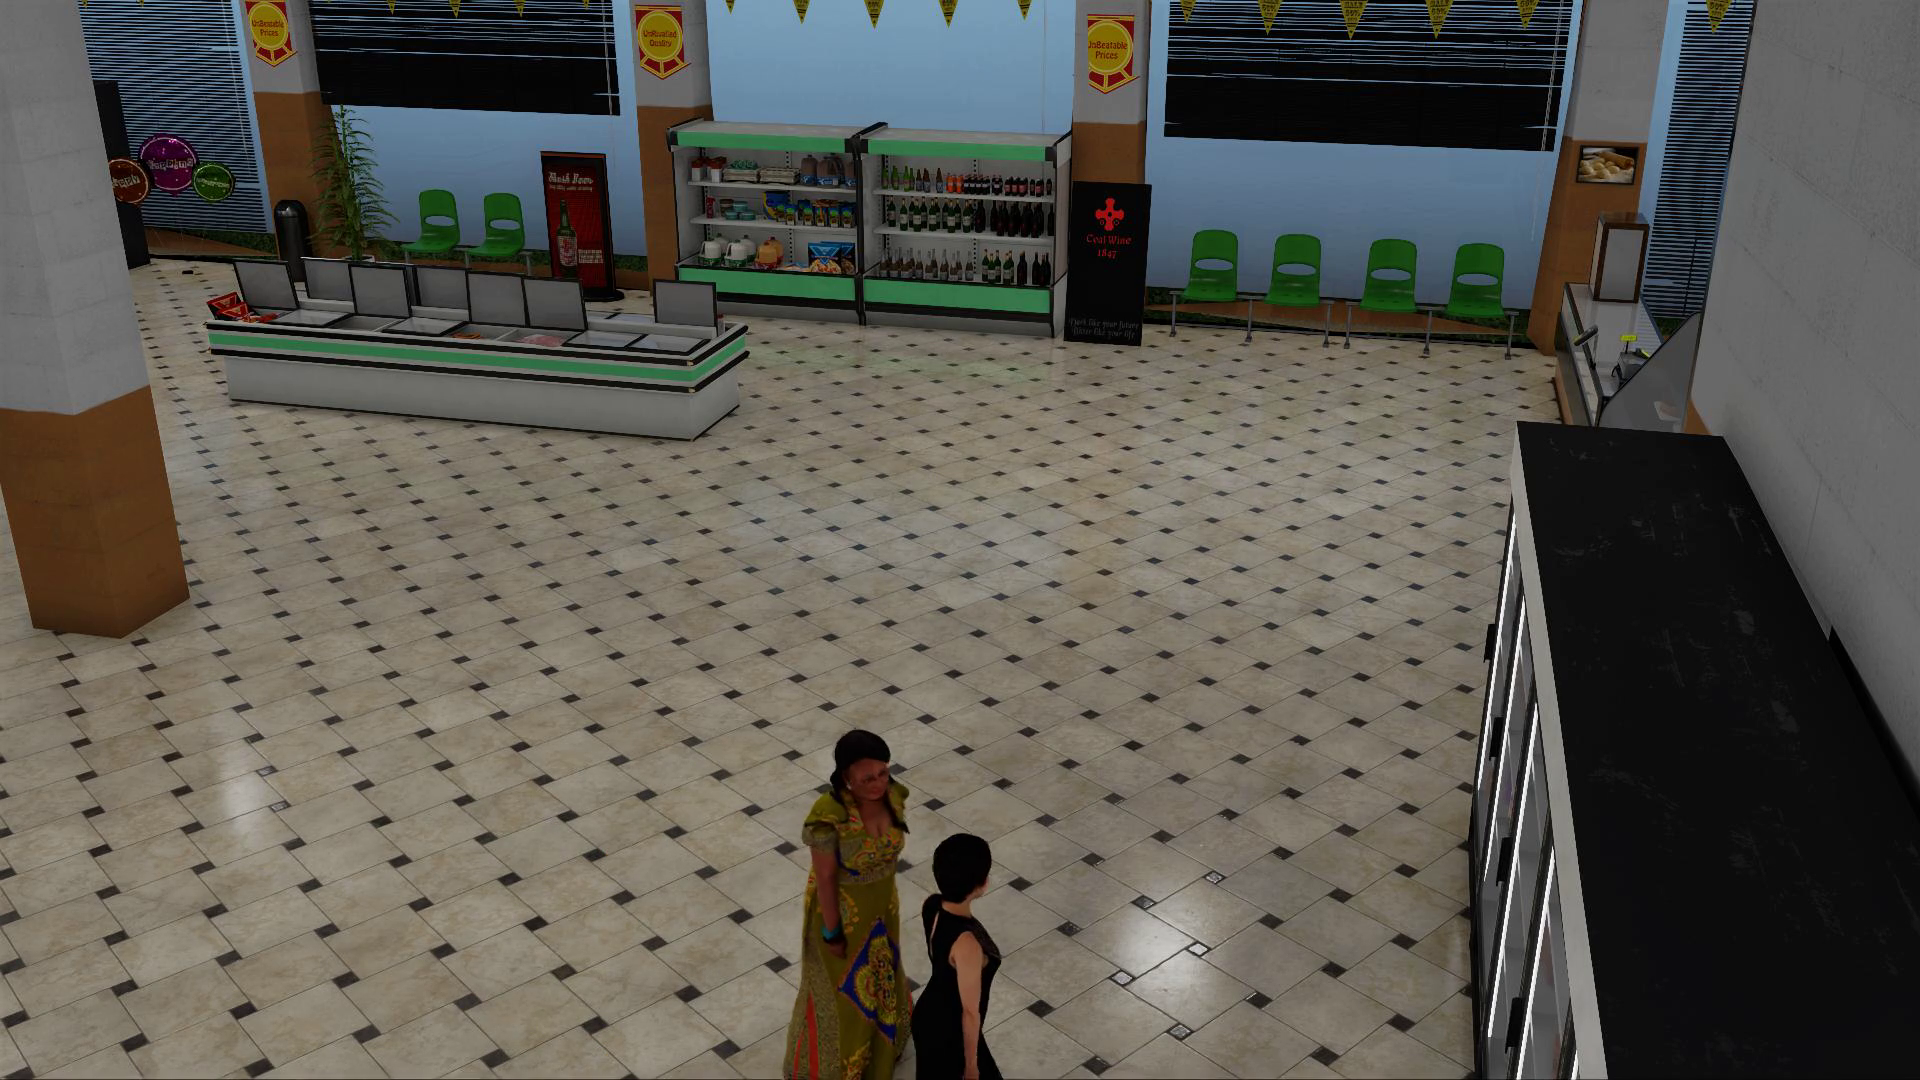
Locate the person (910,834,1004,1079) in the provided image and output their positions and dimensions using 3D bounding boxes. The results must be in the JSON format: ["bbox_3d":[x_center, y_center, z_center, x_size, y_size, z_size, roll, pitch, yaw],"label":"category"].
[{"bbox_3d":[-0.100,1.812,6.020,0.742,1.588,0.684,-12,25,-27],"label":"person"}]

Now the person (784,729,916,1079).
[{"bbox_3d":[-0.428,1.489,6.740,1.015,1.650,1.024,15,26,33],"label":"person"}]
